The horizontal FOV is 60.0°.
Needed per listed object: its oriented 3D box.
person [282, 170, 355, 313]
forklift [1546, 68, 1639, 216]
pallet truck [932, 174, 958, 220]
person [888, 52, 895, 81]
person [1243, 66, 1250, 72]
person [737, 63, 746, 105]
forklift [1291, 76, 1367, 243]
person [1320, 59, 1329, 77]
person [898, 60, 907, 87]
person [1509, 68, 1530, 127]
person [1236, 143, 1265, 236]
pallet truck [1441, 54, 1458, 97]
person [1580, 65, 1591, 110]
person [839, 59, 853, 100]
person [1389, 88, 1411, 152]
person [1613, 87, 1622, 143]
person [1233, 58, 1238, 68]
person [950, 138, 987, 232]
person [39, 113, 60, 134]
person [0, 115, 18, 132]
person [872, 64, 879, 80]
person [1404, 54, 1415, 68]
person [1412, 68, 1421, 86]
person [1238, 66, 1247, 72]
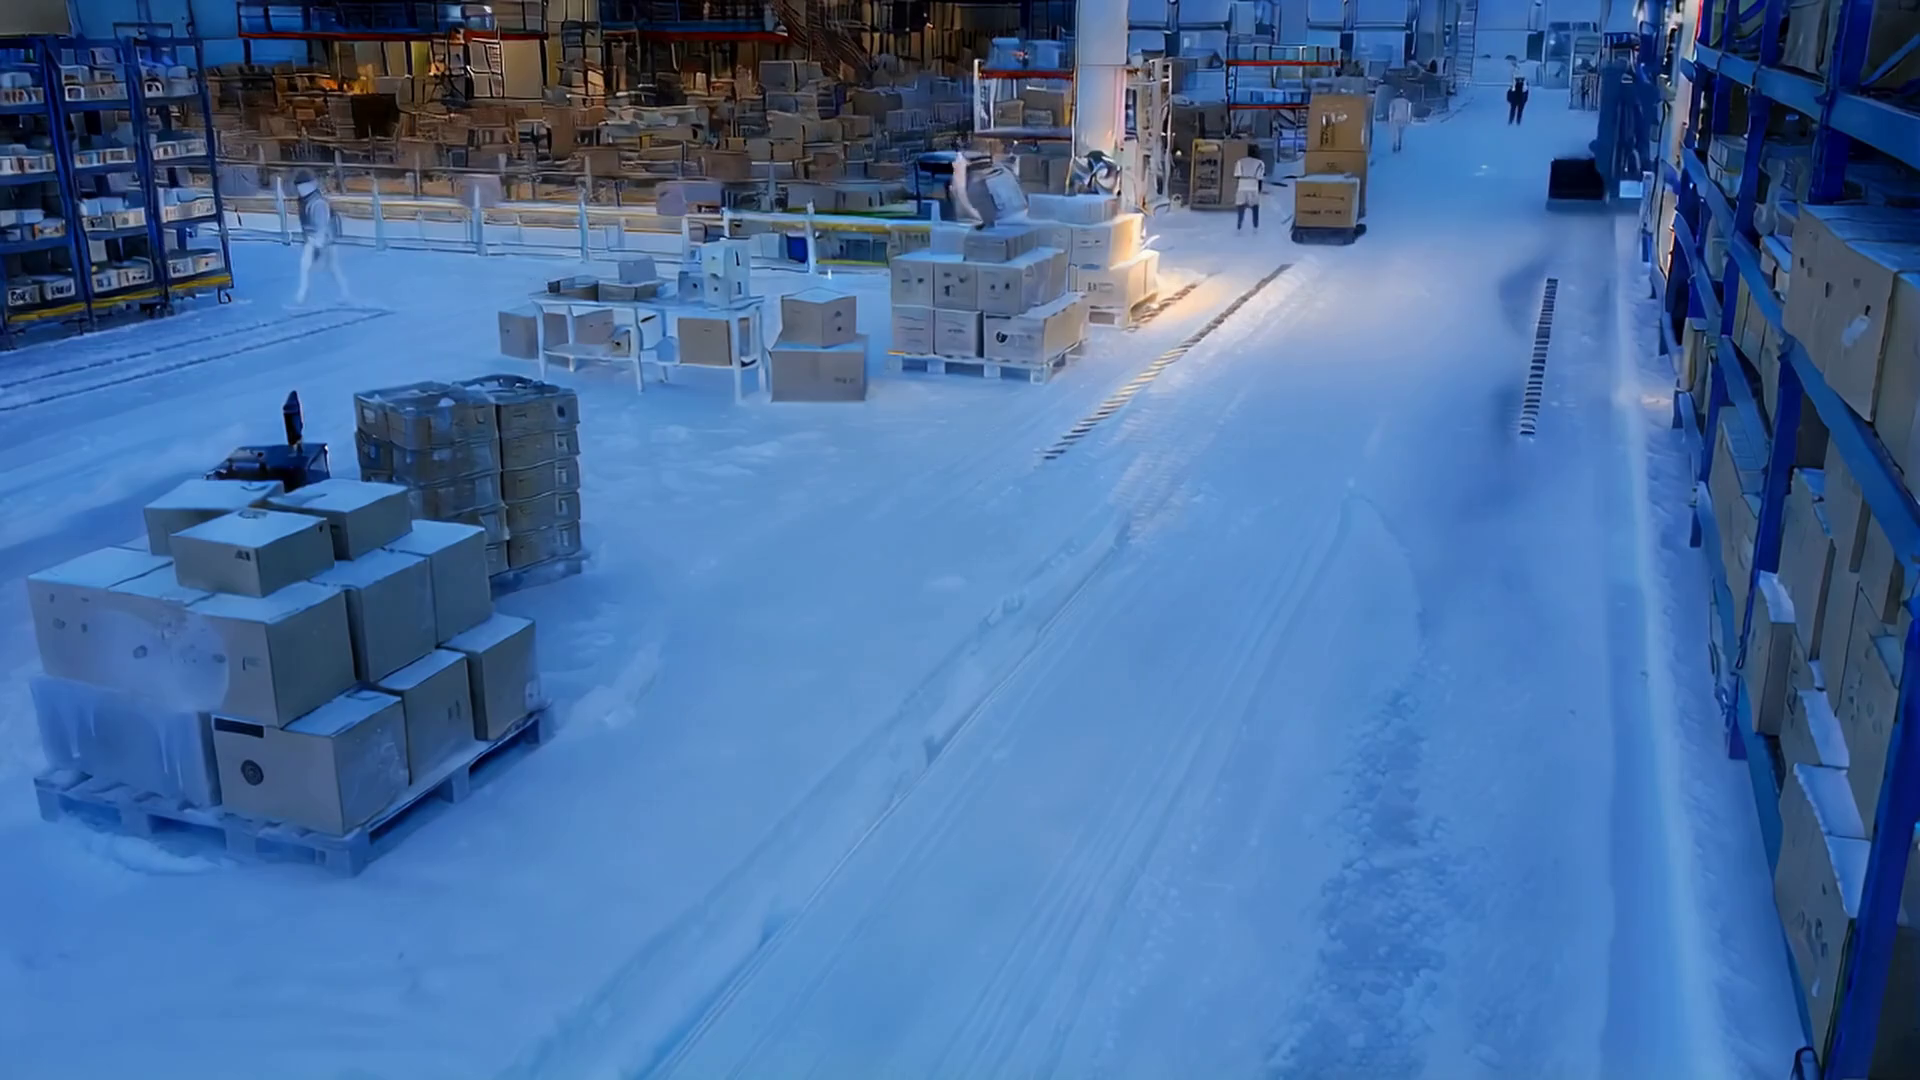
[{"bbox_3d":[-8.660,-3.997,22.321,0.602,1.896,1.018,13,22,35],"label":"person"},{"bbox_3d":[12.822,-7.946,33.122,1.873,2.768,1.129,6,19,19],"label":"forklift"},{"bbox_3d":[-0.507,-5.292,27.348,0.653,1.274,1.630,6,19,19],"label":"pallet truck"},{"bbox_3d":[-3.698,-24.610,87.156,0.858,1.859,0.586,-3,18,-9],"label":"person"},{"bbox_3d":[12.872,-20.757,75.284,0.504,1.714,0.750,-9,20,-26],"label":"person"},{"bbox_3d":[-9.488,-19.766,72.071,0.326,1.767,0.533,-6,19,-20],"label":"person"},{"bbox_3d":[6.598,-6.755,29.381,1.129,2.768,1.873,6,19,19],"label":"forklift"},{"bbox_3d":[18.740,-24.143,85.729,0.631,1.827,0.553,-12,21,-33],"label":"person"},{"bbox_3d":[-2.552,-20.477,74.202,0.441,1.824,0.509,-4,18,-12],"label":"person"},{"bbox_3d":[19.697,-15.616,58.585,0.693,2.000,0.830,8,19,23],"label":"person"},{"bbox_3d":[5.223,-6.325,30.036,0.528,1.649,0.898,6,19,18],"label":"person"},{"bbox_3d":[22.765,-21.886,78.355,0.823,1.965,1.885,-4,18,-14],"label":"pallet truck"},{"bbox_3d":[24.848,-17.928,66.128,0.573,1.876,0.355,-16,24,-41],"label":"person"},{"bbox_3d":[-4.958,-19.836,72.072,0.628,1.913,1.024,-9,20,-26],"label":"person"},{"bbox_3d":[12.571,-11.995,47.582,0.599,1.812,0.710,4,18,11],"label":"person"},{"bbox_3d":[20.151,-13.081,51.178,0.317,1.695,0.540,5,18,17],"label":"person"},{"bbox_3d":[13.111,-22.151,79.531,0.656,1.788,0.969,-7,19,-21],"label":"person"},{"bbox_3d":[0.057,-6.368,30.017,0.789,1.740,0.520,5,18,16],"label":"person"},{"bbox_3d":[-22.443,-10.098,41.245,0.374,2.044,0.606,5,18,16],"label":"person"},{"bbox_3d":[-27.807,-12.329,48.486,0.642,1.903,0.399,-4,18,-12],"label":"person"},{"bbox_3d":[-3.420,-18.499,67.934,0.331,1.865,0.519,3,18,9],"label":"person"},{"bbox_3d":[21.521,-22.272,79.664,0.361,1.939,0.635,-10,20,-28],"label":"person"},{"bbox_3d":[17.411,-17.111,63.644,0.971,1.821,0.541,-5,18,-15],"label":"person"},{"bbox_3d":[11.434,-18.379,67.508,0.619,1.886,0.643,8,19,25],"label":"person"}]
